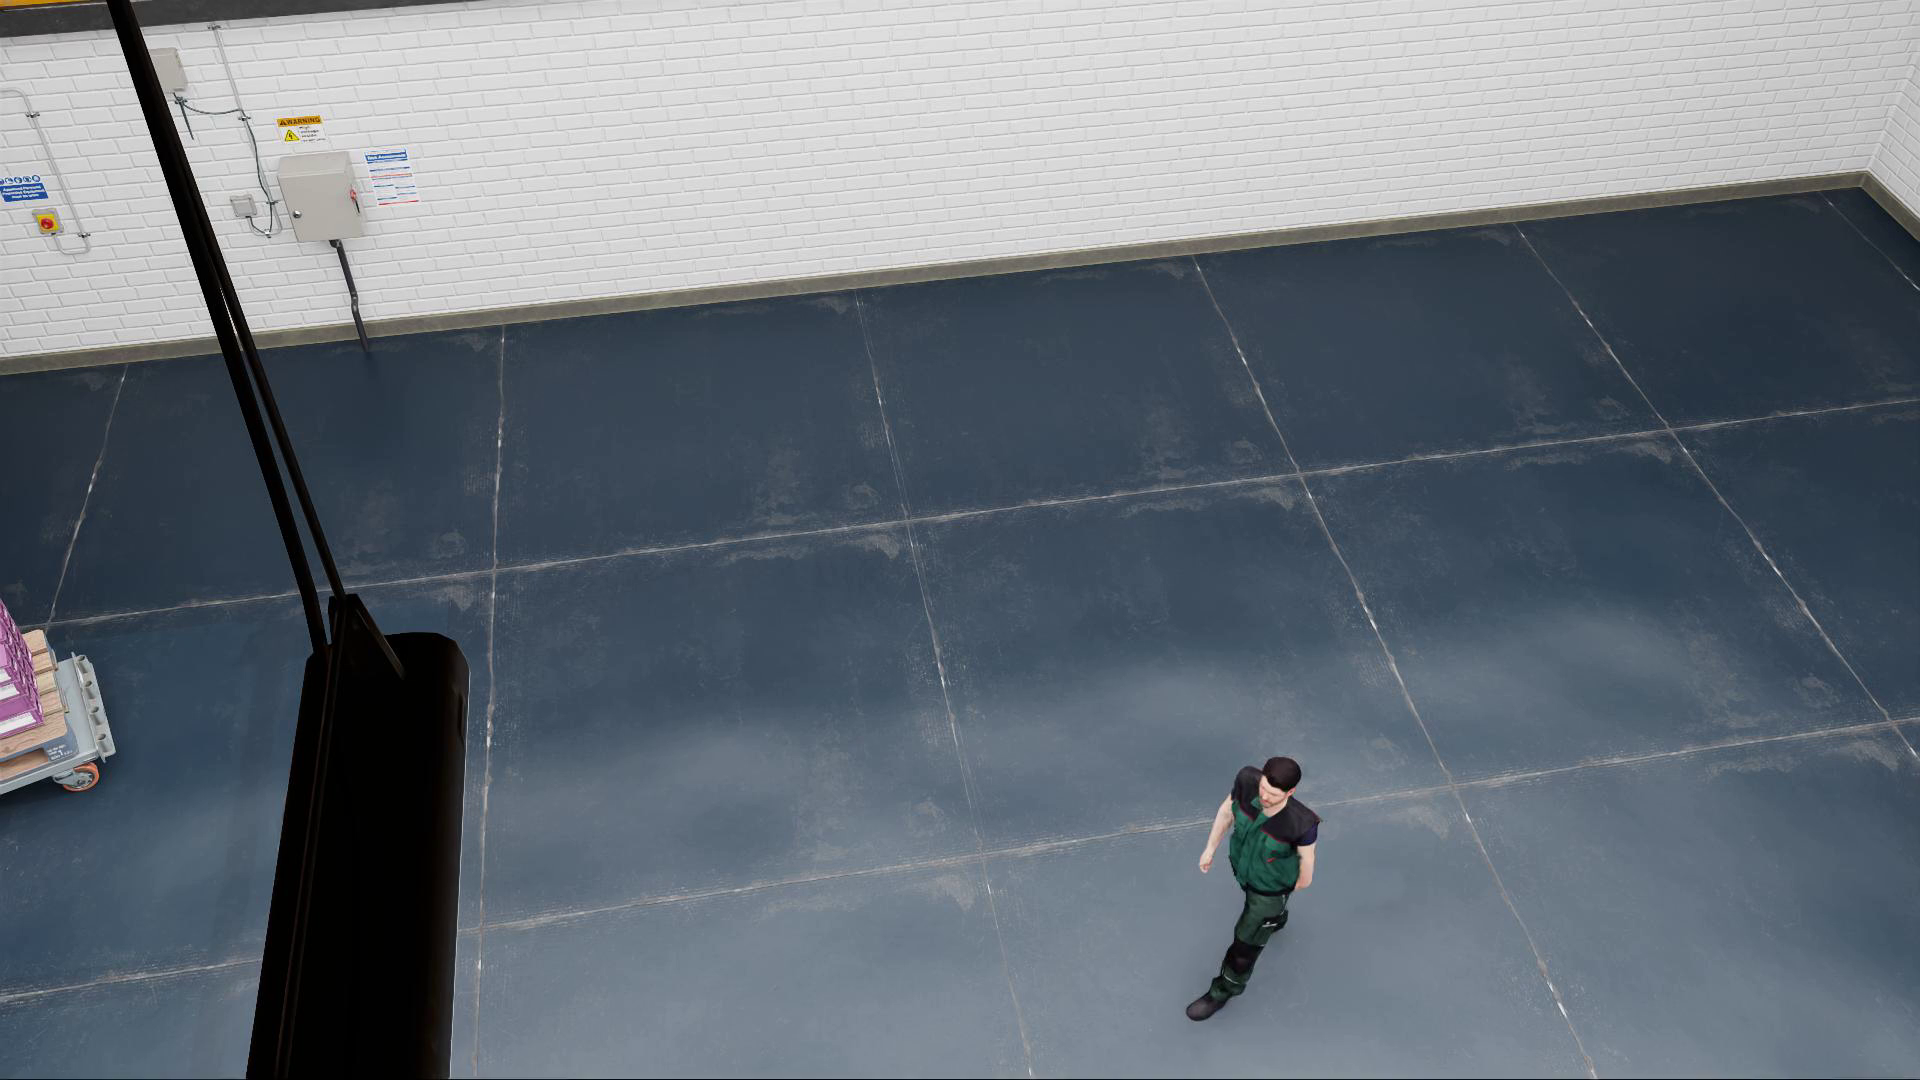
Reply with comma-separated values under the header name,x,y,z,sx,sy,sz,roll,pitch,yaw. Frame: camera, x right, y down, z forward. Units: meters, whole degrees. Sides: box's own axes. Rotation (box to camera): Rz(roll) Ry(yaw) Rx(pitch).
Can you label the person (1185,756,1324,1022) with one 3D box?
name,x,y,z,sx,sy,sz,roll,pitch,yaw
person,1.684,1.698,8.884,1.081,1.853,1.196,-27,50,-26
